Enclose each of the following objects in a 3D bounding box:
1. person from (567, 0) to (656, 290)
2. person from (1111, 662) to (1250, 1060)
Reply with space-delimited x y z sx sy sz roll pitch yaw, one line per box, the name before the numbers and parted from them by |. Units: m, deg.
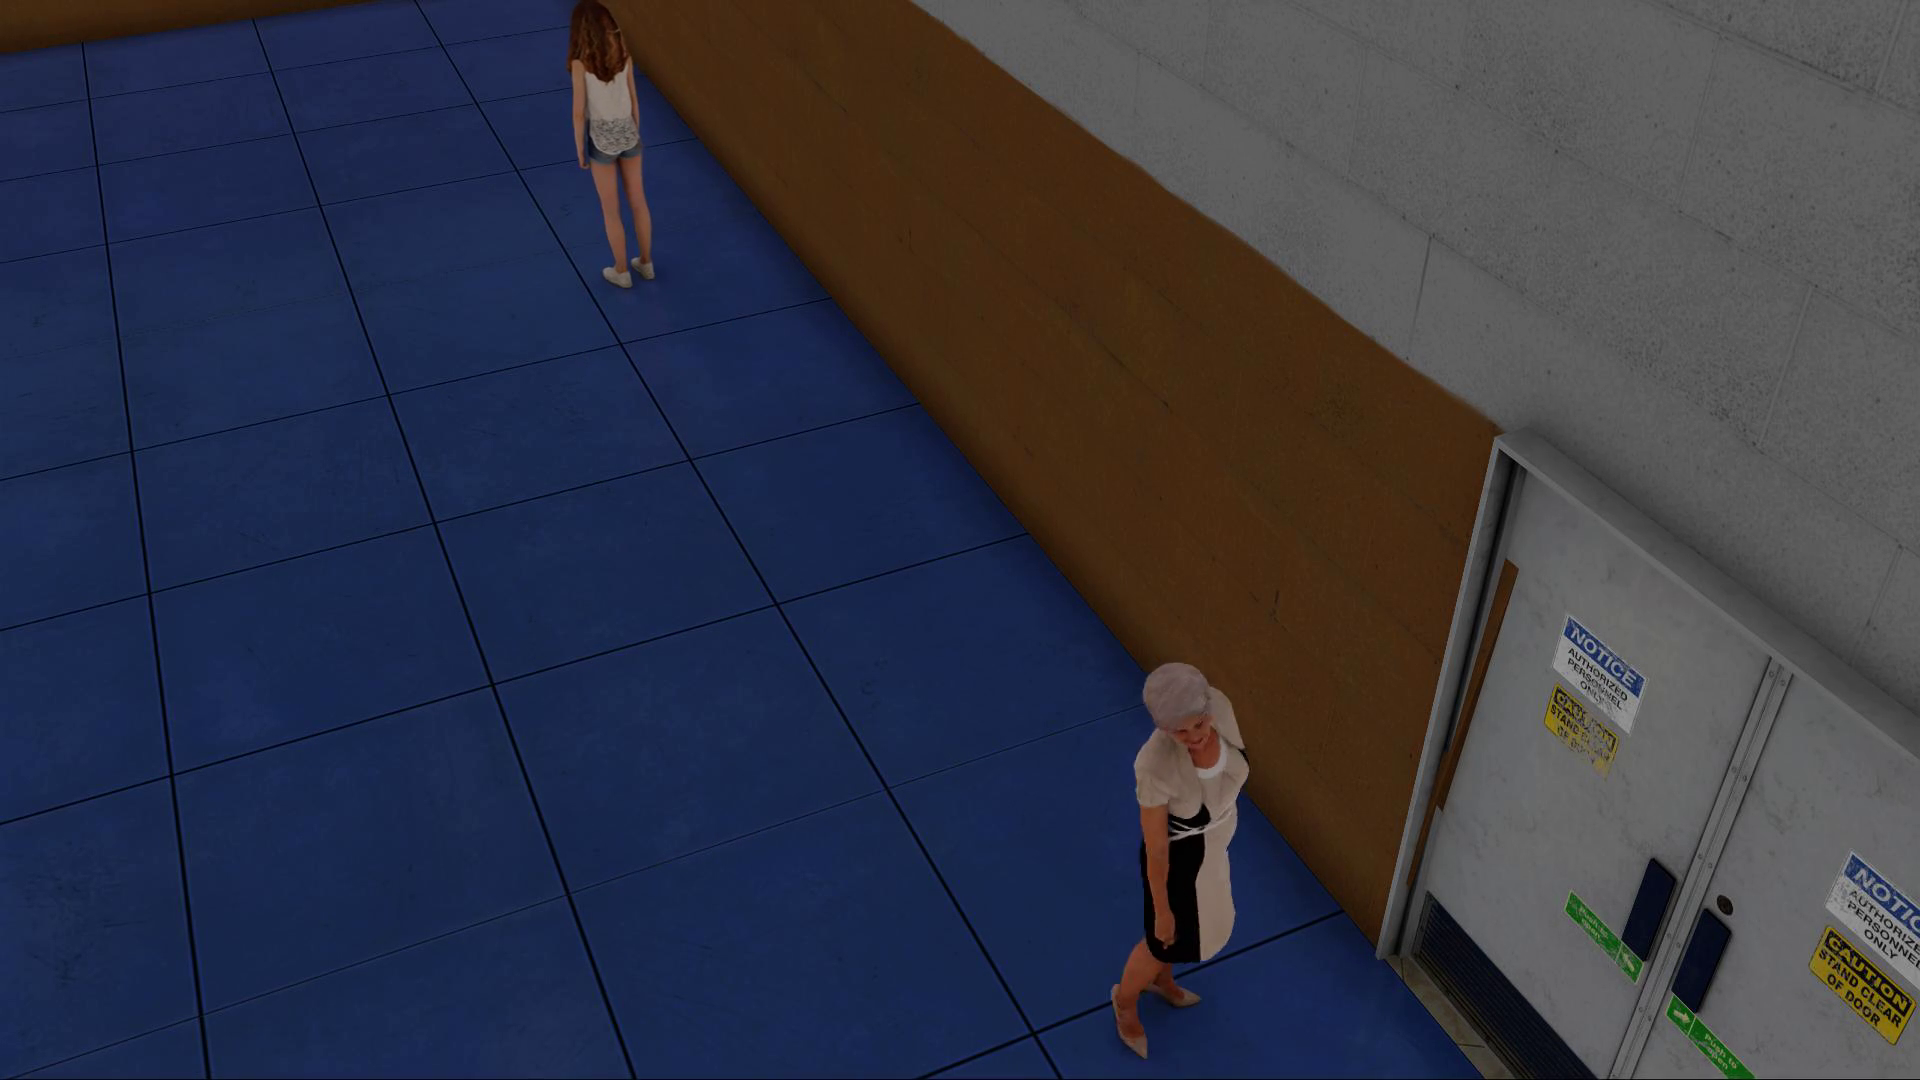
person | -2.034 -2.325 9.858 0.524 1.754 0.666 -23 43 -27
person | 0.734 1.012 5.435 0.851 1.726 0.739 12 39 16
